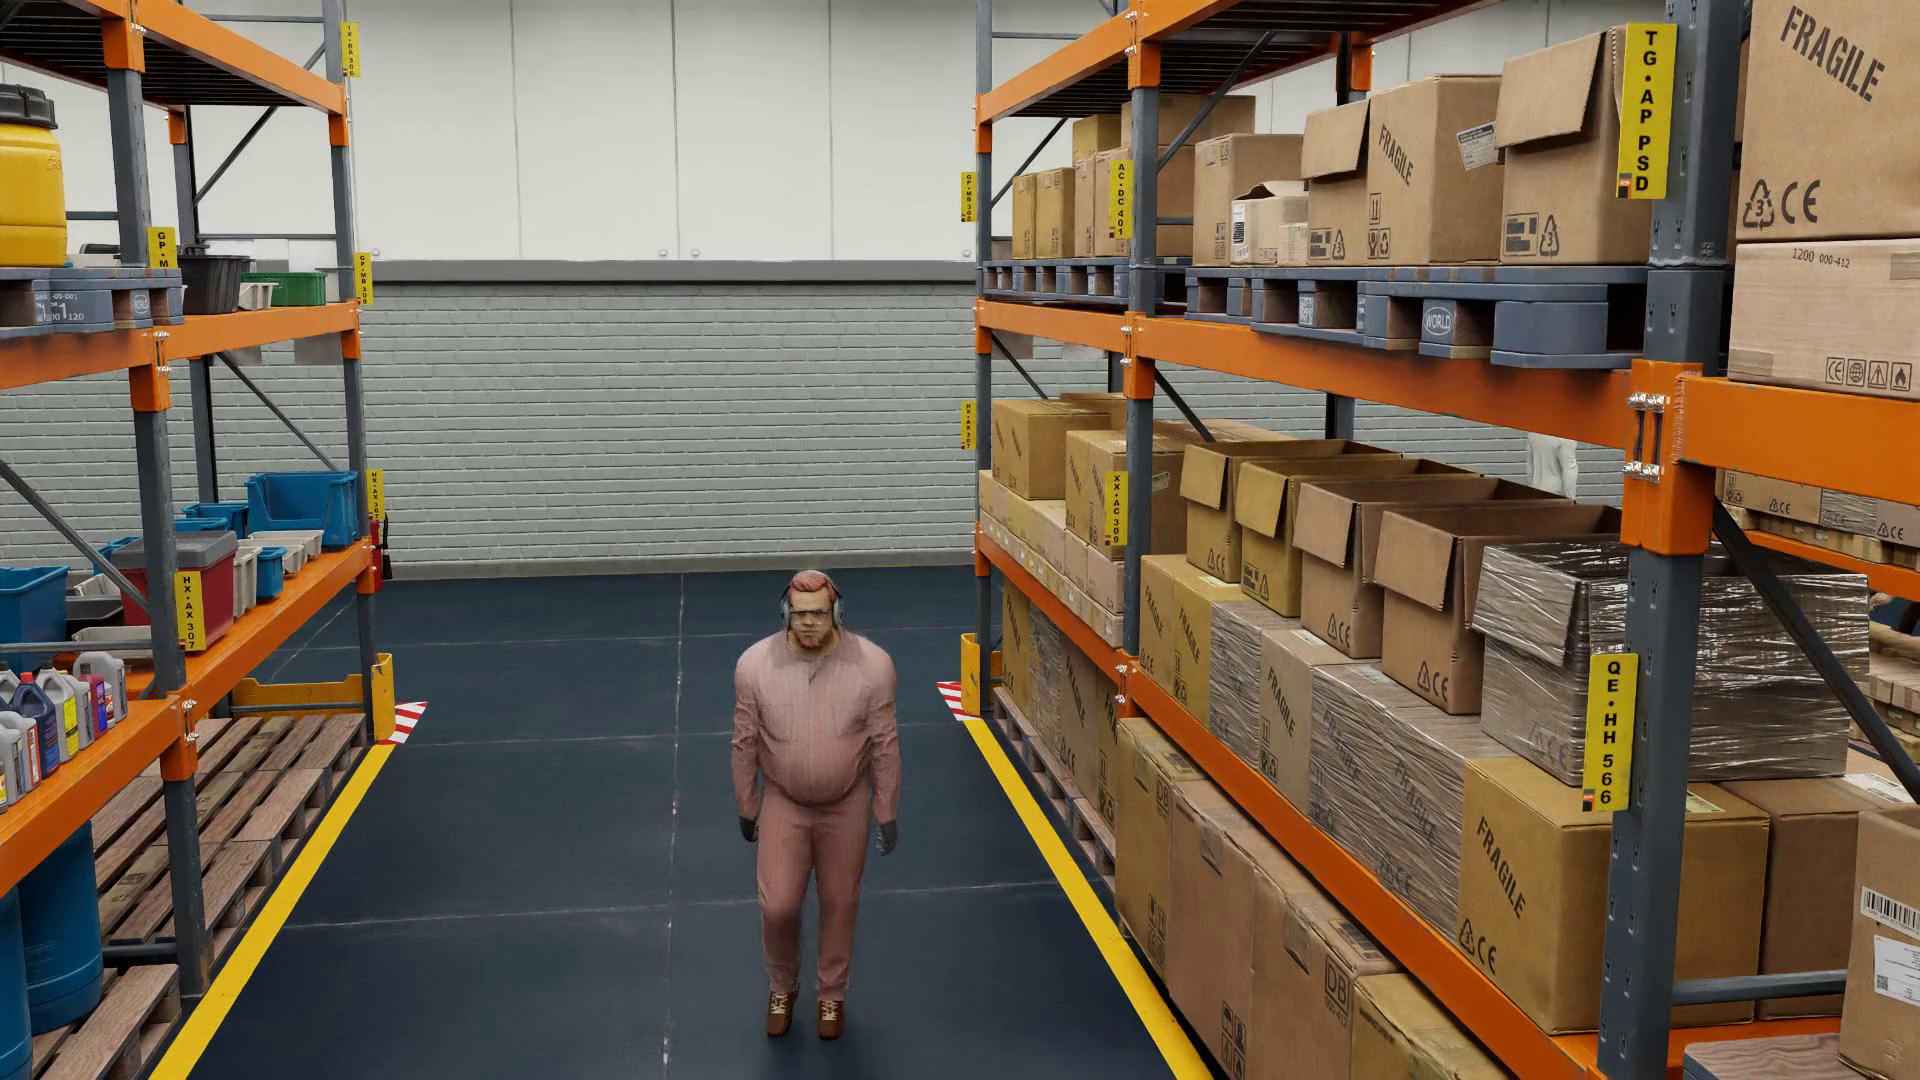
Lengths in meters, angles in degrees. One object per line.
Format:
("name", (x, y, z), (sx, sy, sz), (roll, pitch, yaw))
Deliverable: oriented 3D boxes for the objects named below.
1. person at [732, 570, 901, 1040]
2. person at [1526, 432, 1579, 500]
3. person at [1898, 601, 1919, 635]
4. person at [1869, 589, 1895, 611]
("person", (-0.561, 1.043, 6.520), (0.659, 1.889, 0.447), (-1, 9, -6))
("person", (5.469, -0.410, 15.338), (0.359, 1.937, 0.635), (-3, 10, -16))
("person", (7.258, 0.098, 12.099), (0.599, 1.976, 1.093), (-2, 9, -10))
("person", (7.722, -0.334, 14.559), (1.076, 2.000, 0.705), (1, 9, 4))
